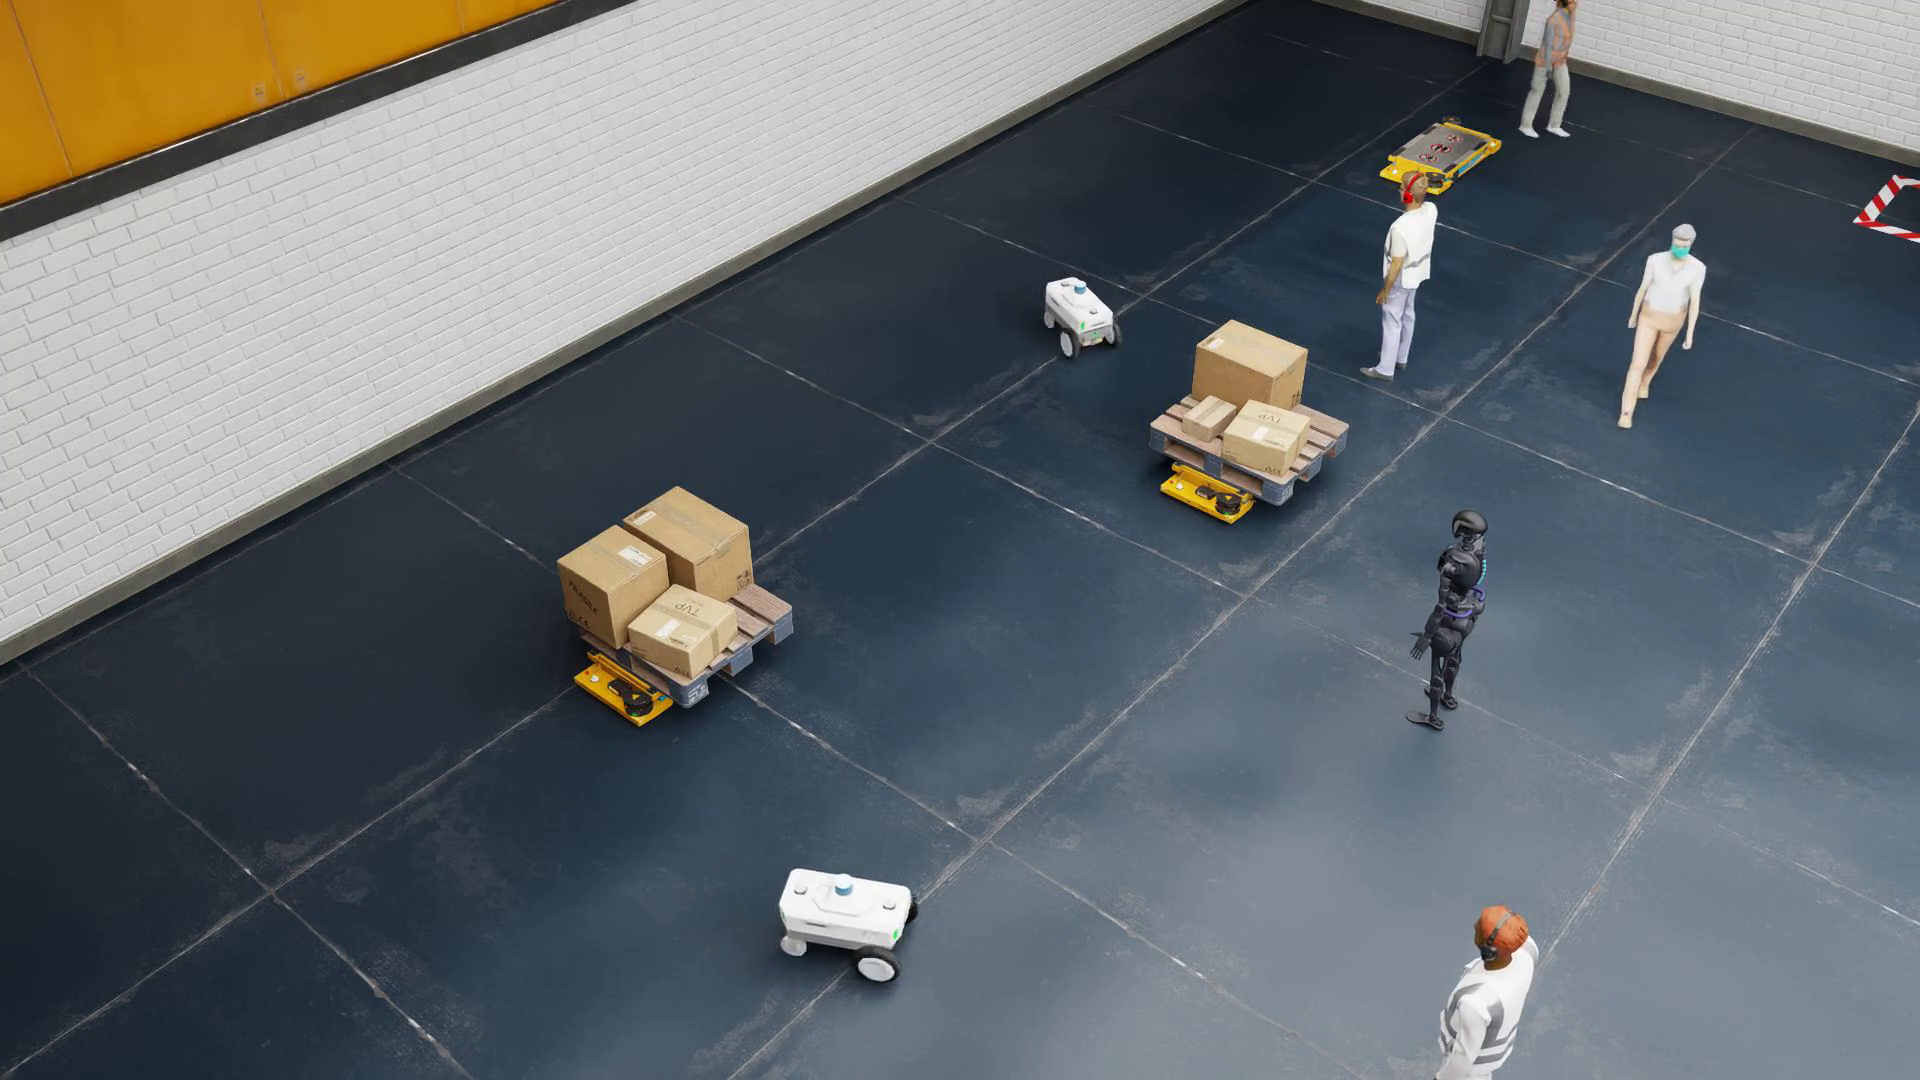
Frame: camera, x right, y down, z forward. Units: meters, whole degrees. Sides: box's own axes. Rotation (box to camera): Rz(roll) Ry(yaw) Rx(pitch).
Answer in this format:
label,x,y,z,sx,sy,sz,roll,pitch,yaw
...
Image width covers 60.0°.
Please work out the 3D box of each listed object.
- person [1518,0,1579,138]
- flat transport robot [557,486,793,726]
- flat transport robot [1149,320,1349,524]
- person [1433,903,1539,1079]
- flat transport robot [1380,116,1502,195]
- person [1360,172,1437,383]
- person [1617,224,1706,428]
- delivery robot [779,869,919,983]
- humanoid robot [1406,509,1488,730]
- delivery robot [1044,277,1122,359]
label,x,y,z,sx,sy,sz,roll,pitch,yaw
person,6.248,-4.936,17.335,0.529,1.622,0.589,-29,47,-31
flat transport robot,-1.887,0.697,11.421,0.659,0.231,1.431,28,46,30
flat transport robot,2.256,-0.645,13.087,0.659,0.231,1.431,28,46,30
person,2.458,2.421,7.996,0.350,1.881,0.575,29,47,31
flat transport robot,4.999,-3.988,17.237,0.659,0.231,1.431,28,46,30
person,3.650,-2.148,13.695,0.385,1.844,0.563,29,47,31
person,5.632,-1.753,13.320,0.490,1.696,0.909,15,41,17
delivery robot,-0.625,2.133,9.422,0.807,0.609,0.499,8,39,9
humanoid robot,3.107,0.493,10.541,0.315,1.657,0.599,28,46,30
delivery robot,1.048,-1.953,14.495,0.499,0.610,0.788,-17,42,-20
